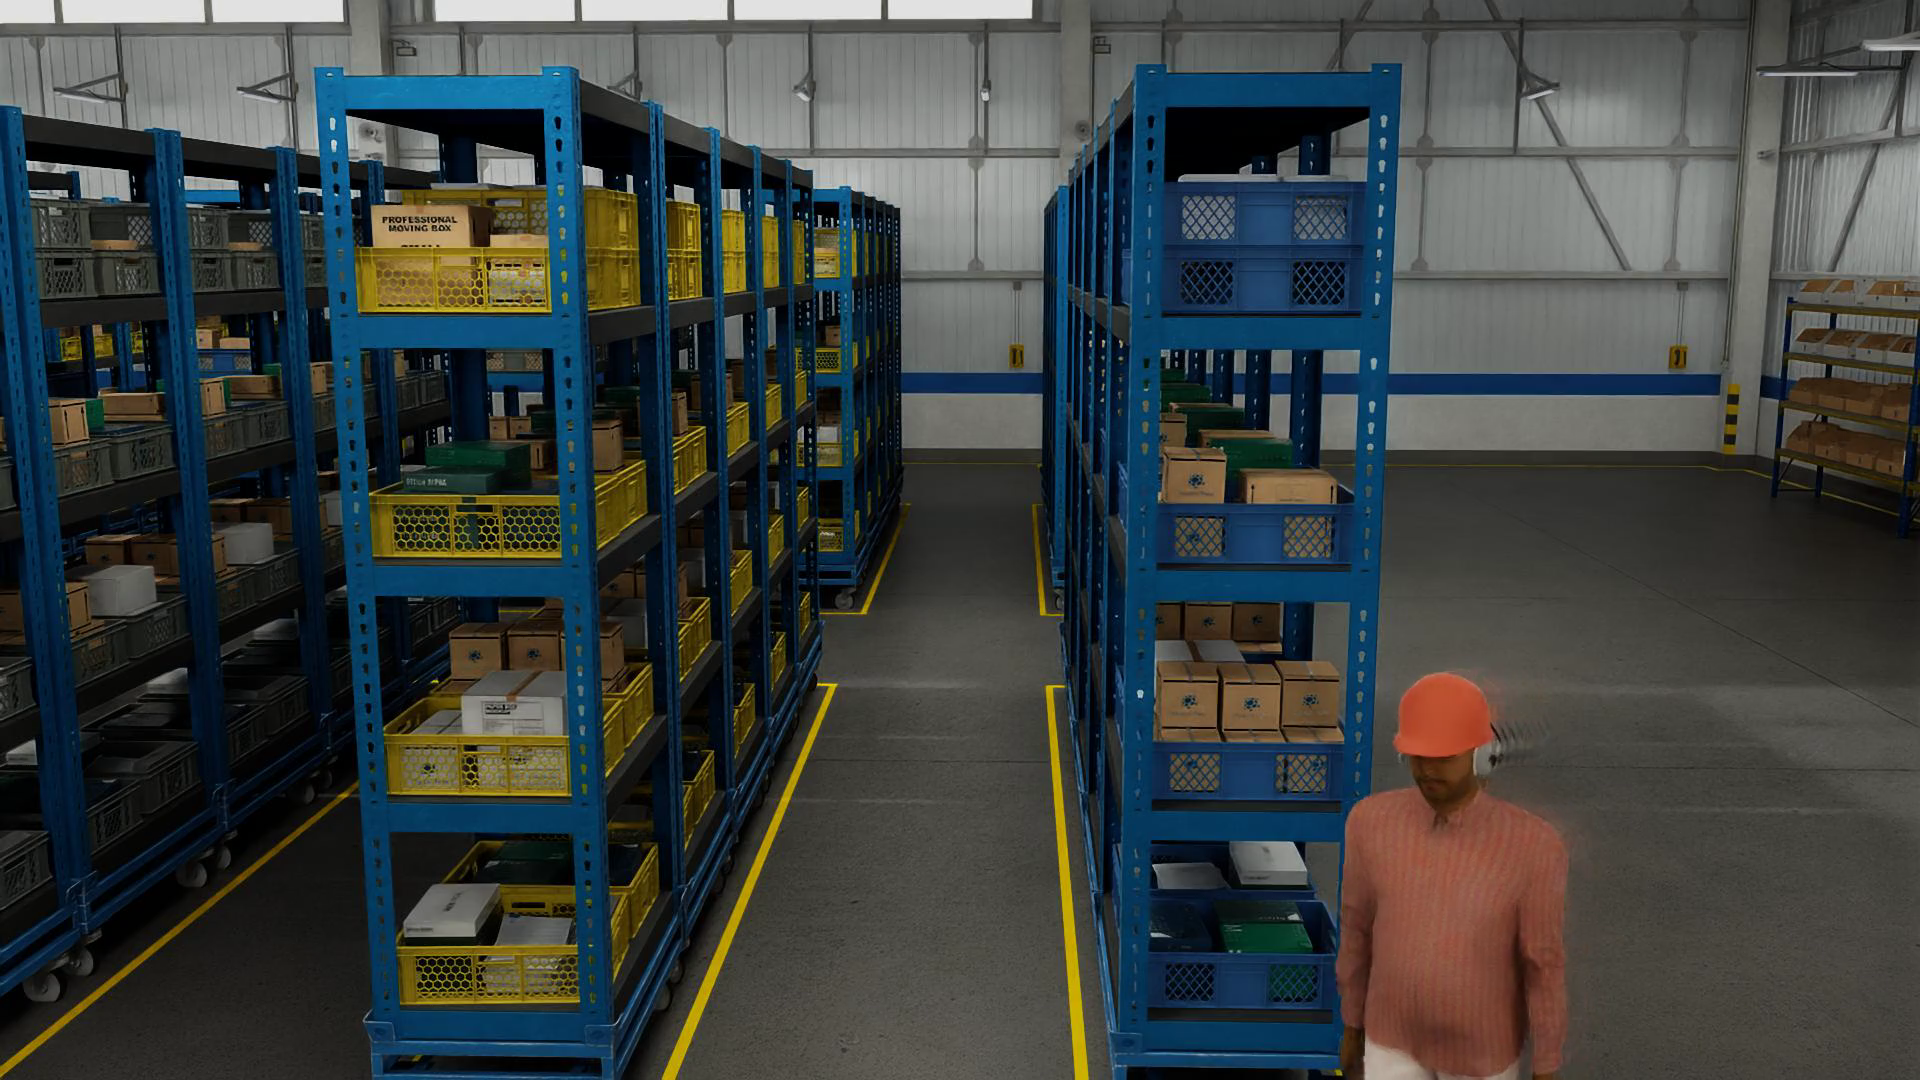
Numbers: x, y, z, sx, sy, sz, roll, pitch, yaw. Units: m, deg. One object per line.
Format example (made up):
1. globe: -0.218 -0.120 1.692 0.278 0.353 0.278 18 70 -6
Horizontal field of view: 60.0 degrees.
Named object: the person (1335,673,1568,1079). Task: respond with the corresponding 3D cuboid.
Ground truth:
1. person: 1.322 1.298 4.491 0.624 1.970 0.771 6 11 32
